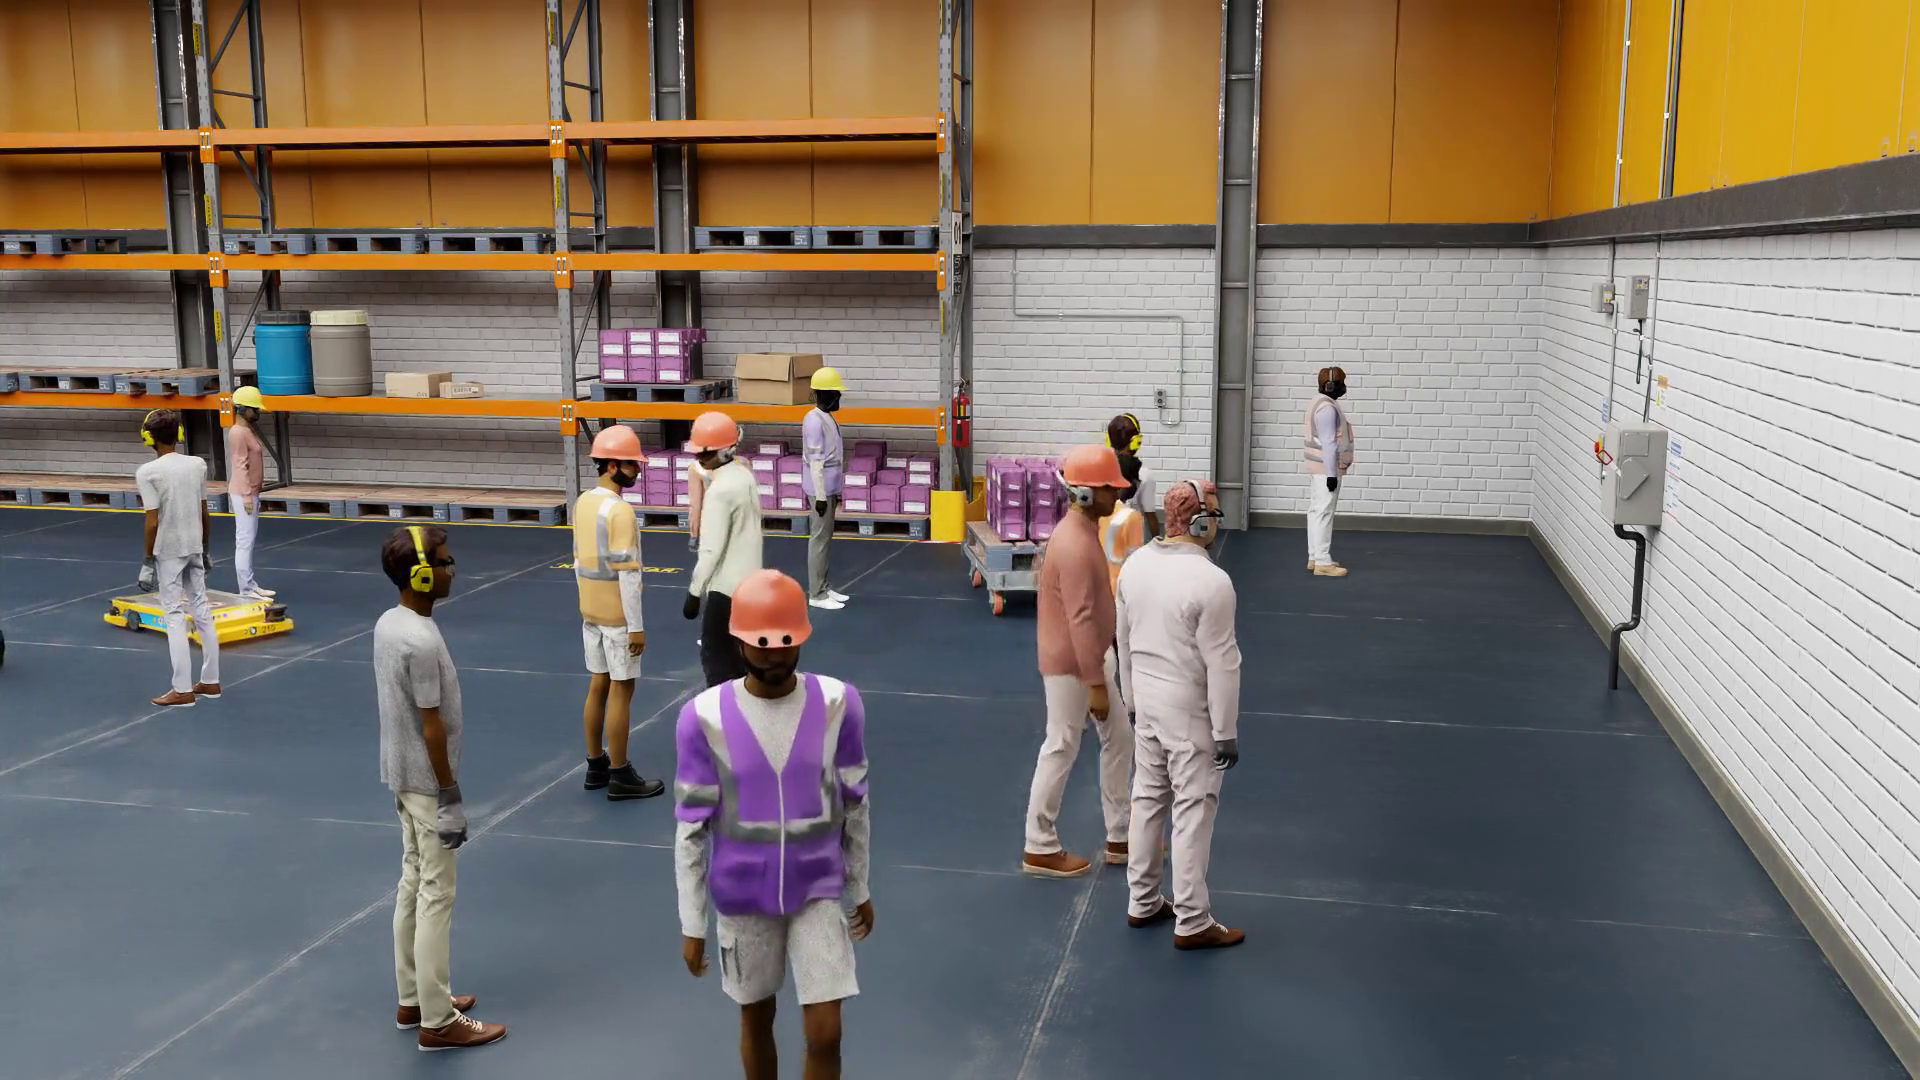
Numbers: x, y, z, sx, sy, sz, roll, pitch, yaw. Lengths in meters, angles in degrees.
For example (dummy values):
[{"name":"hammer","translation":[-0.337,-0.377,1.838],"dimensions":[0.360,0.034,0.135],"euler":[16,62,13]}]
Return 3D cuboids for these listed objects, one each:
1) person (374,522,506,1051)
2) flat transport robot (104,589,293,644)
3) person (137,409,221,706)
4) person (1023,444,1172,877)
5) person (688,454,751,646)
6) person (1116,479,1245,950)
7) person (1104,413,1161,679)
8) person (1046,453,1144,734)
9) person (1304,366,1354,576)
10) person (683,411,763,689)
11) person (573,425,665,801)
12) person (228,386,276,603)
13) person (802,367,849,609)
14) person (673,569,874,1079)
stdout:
[{"name":"person","translation":[-1.868,0.864,5.884],"dimensions":[0.328,1.875,0.513],"euler":[-7,12,-34]},{"name":"flat transport robot","translation":[-5.726,0.550,12.477],"dimensions":[1.431,0.197,0.652],"euler":[6,12,34]},{"name":"person","translation":[-4.892,0.112,10.372],"dimensions":[0.330,1.865,0.518],"euler":[4,11,24]},{"name":"person","translation":[0.658,0.556,7.426],"dimensions":[0.816,1.962,0.645],"euler":[2,10,9]},{"name":"person","translation":[-1.715,-0.039,11.923],"dimensions":[0.515,1.639,0.314],"euler":[-7,12,-36]},{"name":"person","translation":[0.920,0.698,6.770],"dimensions":[0.403,1.906,0.651],"euler":[-6,11,-32]},{"name":"person","translation":[1.041,0.106,10.552],"dimensions":[0.536,1.818,0.956],"euler":[7,12,37]},{"name":"person","translation":[0.885,0.310,9.834],"dimensions":[0.889,1.639,0.543],"euler":[-4,10,-21]},{"name":"person","translation":[3.260,-0.611,14.717],"dimensions":[0.429,1.844,0.624],"euler":[1,10,3]},{"name":"person","translation":[-1.309,0.259,9.294],"dimensions":[0.431,1.963,0.659],"euler":[2,10,9]},{"name":"person","translation":[-1.773,0.372,8.614],"dimensions":[0.367,1.932,0.551],"euler":[-7,12,-37]},{"name":"person","translation":[-5.767,-0.367,13.515],"dimensions":[0.320,1.762,0.522],"euler":[-3,10,-18]},{"name":"person","translation":[-1.071,-0.417,13.307],"dimensions":[0.366,1.926,0.594],"euler":[1,10,4]},{"name":"person","translation":[-0.511,1.036,4.728],"dimensions":[0.582,1.915,0.684],"euler":[-2,10,-11]}]
